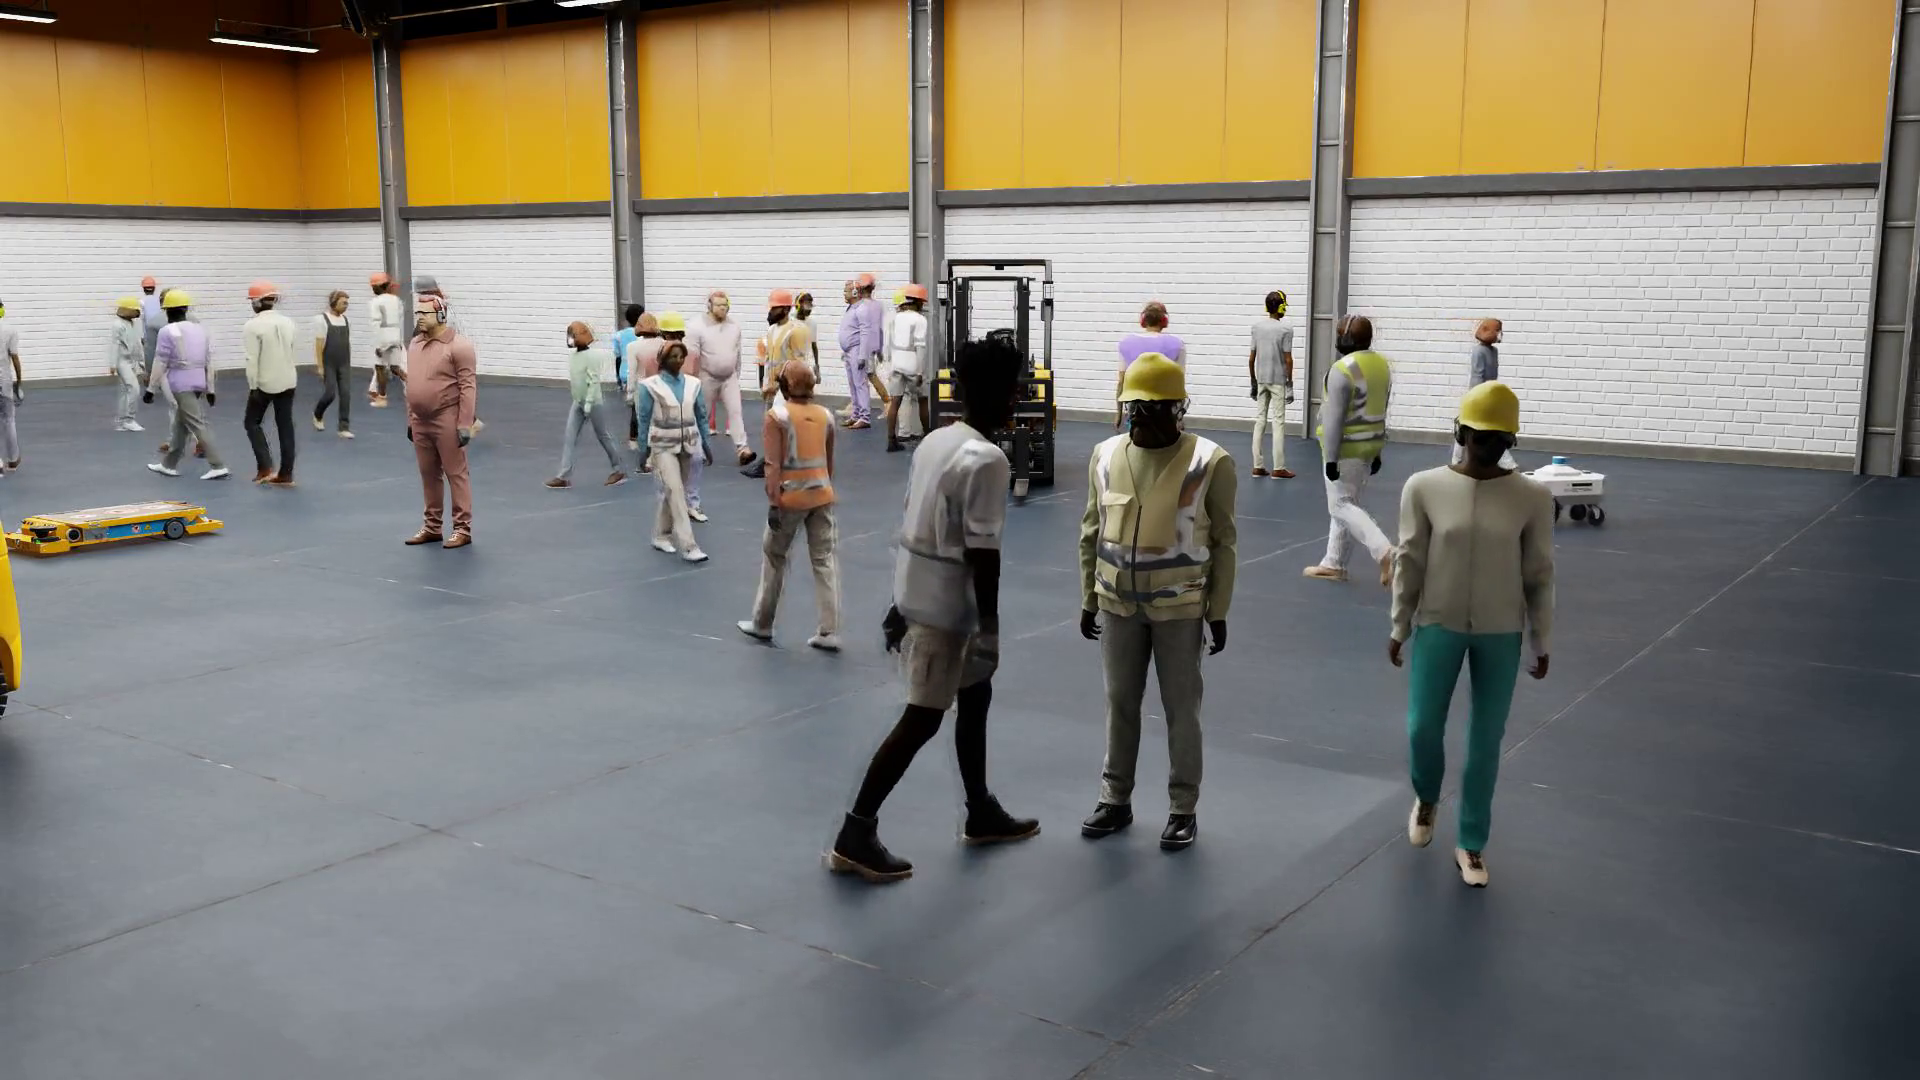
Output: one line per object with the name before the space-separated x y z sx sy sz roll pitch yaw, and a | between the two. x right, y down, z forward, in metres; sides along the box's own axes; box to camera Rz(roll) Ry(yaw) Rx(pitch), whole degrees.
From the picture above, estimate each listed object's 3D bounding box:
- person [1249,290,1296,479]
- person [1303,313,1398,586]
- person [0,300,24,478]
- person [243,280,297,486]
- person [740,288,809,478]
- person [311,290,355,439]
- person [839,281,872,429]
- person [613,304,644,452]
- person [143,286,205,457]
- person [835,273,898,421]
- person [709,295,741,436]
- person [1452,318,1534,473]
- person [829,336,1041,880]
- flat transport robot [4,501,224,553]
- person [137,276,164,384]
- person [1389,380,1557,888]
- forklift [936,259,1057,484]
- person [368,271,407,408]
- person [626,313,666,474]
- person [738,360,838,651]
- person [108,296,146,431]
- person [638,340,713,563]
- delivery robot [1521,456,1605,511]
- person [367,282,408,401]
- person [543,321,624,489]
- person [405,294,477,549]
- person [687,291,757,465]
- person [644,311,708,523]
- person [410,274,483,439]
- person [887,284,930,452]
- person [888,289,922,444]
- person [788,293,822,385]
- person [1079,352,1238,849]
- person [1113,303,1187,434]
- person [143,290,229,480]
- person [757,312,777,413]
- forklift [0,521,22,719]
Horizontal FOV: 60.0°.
person | 3.110 -1.544 16.567 0.333 1.872 0.515 -9 13 -44
person | 2.644 -0.584 11.009 0.770 1.821 0.632 9 13 44
person | -9.742 -1.553 16.773 0.540 1.819 0.973 -4 11 -25
person | -6.623 -1.489 15.923 0.497 1.974 0.601 5 11 30
person | -1.760 -1.578 16.735 1.020 1.888 0.559 -7 12 -36
person | -7.655 -2.136 20.273 0.641 1.811 0.527 7 12 36
person | -1.369 -2.390 21.496 0.401 1.906 0.651 -4 10 -20
person | -3.625 -1.857 19.043 0.544 1.671 0.726 5 11 27
person | -8.626 -1.860 18.412 1.015 1.894 0.619 5 11 29
person | -1.251 -2.616 22.602 1.039 2.001 0.626 5 11 25
person | -2.956 -2.169 20.599 0.533 1.767 0.325 3 10 19
person | 5.218 -1.369 16.324 0.830 1.588 0.527 8 13 41
person | -0.100 0.235 5.911 0.858 1.911 0.624 -3 10 -18
flat transport robot | -6.530 -0.116 12.817 0.652 0.197 1.431 7 12 35
person | -13.703 -3.528 28.314 0.545 1.907 0.909 -6 12 -34
person | 1.787 0.314 5.812 0.551 1.753 0.393 2 10 10
forklift | 0.370 -1.738 16.759 1.214 2.155 2.313 1 10 3
person | -8.301 -2.908 24.253 0.809 2.016 0.623 5 11 26
person | -3.152 -1.484 16.909 0.507 1.632 0.268 -7 12 -35
person | -0.949 -0.203 9.336 0.541 1.601 0.775 -9 13 -42
person | -10.527 -2.217 21.046 0.574 1.708 0.564 1 10 3
person | -2.052 -0.652 12.063 0.533 1.588 0.853 -8 13 -41
delivery robot | 4.898 -0.442 13.632 0.707 0.478 0.477 -2 10 -11
person | -8.766 -3.045 25.606 0.949 1.842 0.556 4 10 24
person | -3.571 -1.285 15.853 0.514 1.587 0.847 8 12 40
person | -3.952 -0.891 12.566 0.638 1.910 0.407 5 11 27
person | -2.553 -1.694 17.580 0.656 1.838 1.033 -6 11 -32
person | -2.321 -1.000 13.671 0.551 1.741 0.631 -7 12 -37
person | -6.049 -2.108 19.416 0.696 2.000 0.705 -5 11 -27
person | -0.529 -1.960 18.973 0.579 1.886 0.901 8 12 40
person | -0.651 -2.043 19.658 0.403 1.828 0.597 6 11 33
person | -1.983 -2.084 20.073 1.054 1.797 0.527 9 13 44
person | 0.710 0.223 6.152 0.603 1.830 0.404 5 11 28
person | 1.608 -1.065 13.935 0.599 1.806 0.657 3 10 16
person | -7.685 -1.530 16.485 1.016 1.875 0.604 2 10 13
person | -1.884 -1.617 17.680 0.540 1.640 0.889 -3 10 -16
forklift | -5.296 -0.090 6.943 1.214 2.155 2.313 7 12 35
